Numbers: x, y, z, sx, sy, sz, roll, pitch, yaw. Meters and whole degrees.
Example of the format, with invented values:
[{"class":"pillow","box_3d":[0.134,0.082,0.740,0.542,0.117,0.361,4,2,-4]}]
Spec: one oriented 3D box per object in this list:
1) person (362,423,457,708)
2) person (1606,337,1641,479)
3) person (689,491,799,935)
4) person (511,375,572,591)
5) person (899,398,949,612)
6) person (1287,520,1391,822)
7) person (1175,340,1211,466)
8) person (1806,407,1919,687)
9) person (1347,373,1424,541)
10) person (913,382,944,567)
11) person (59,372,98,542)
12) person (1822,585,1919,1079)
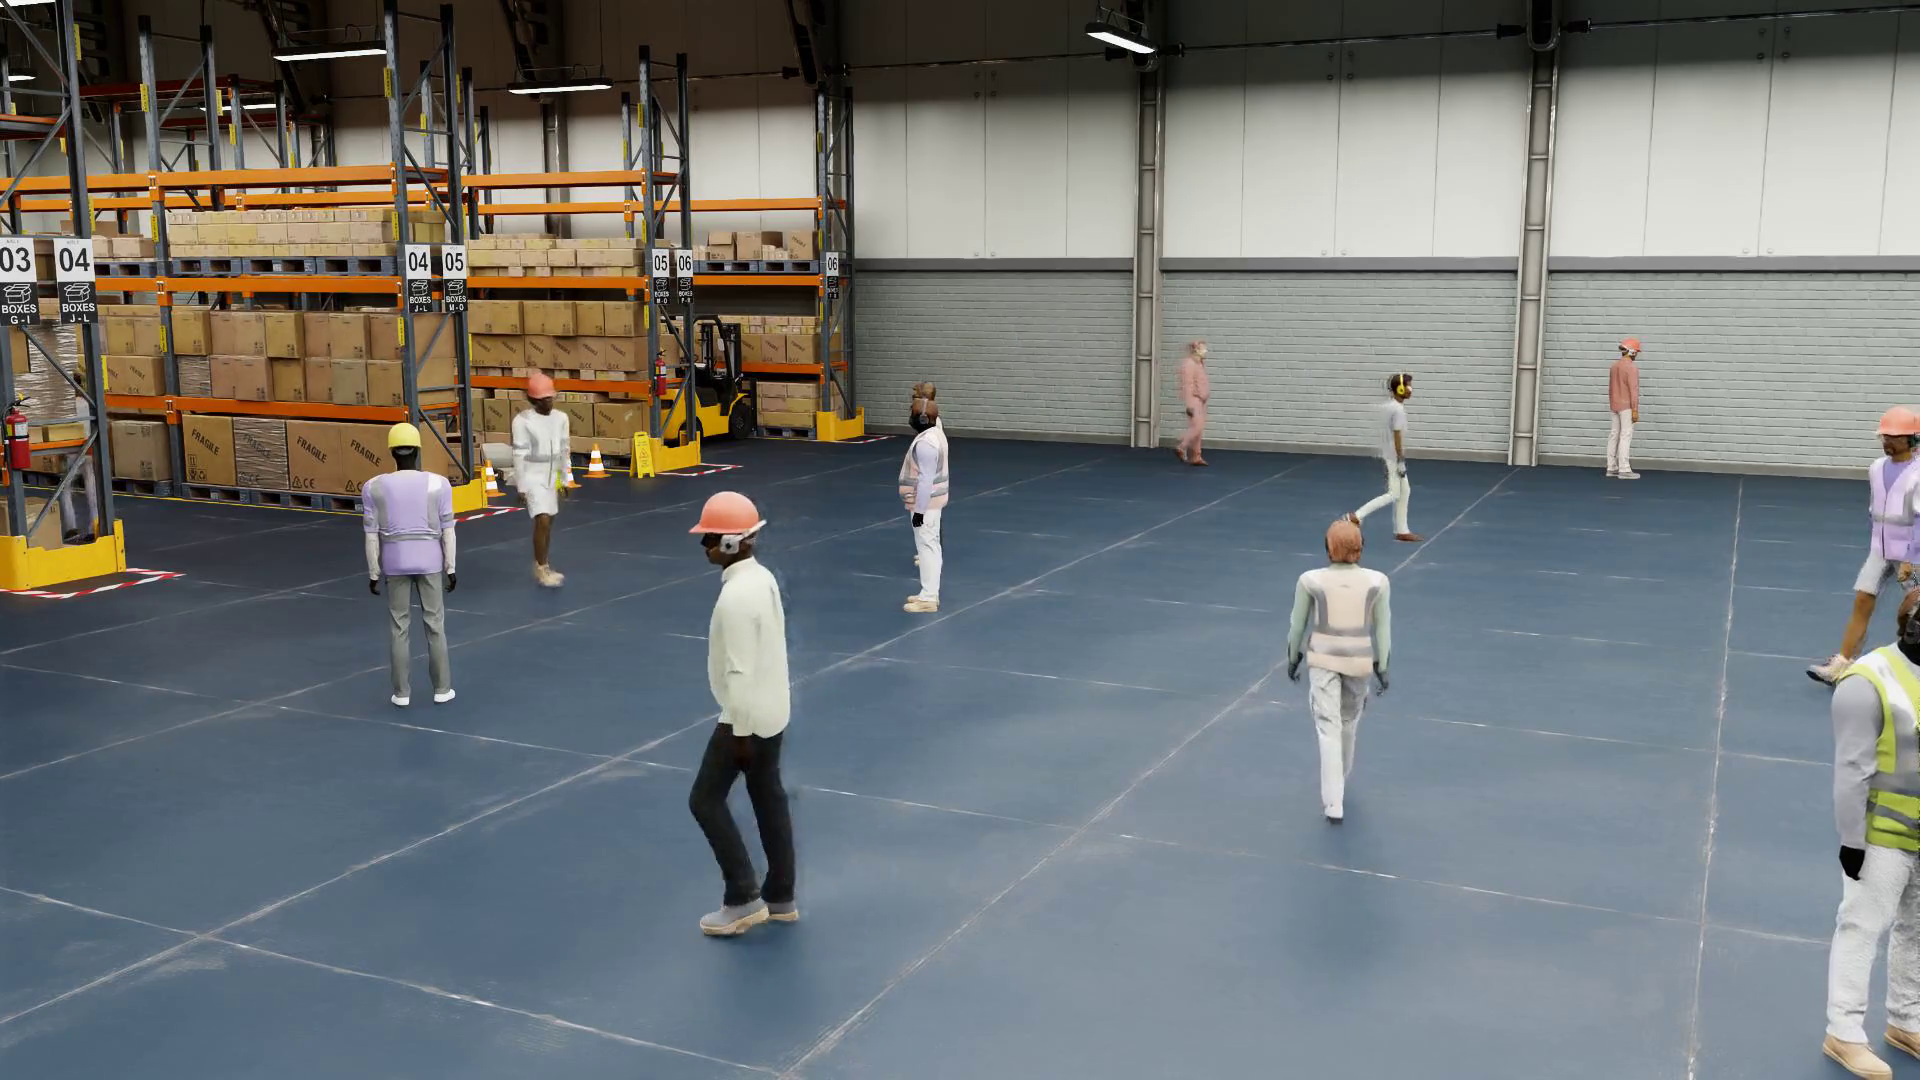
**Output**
[{"class":"person","box_3d":[-3.693,0.172,11.210,0.584,1.926,0.371,-3,10,-16]},{"class":"person","box_3d":[9.387,-1.860,23.470,0.384,1.991,0.609,-2,9,-11]},{"class":"person","box_3d":[-0.984,0.769,7.381,0.562,1.978,0.620,1,9,9]},{"class":"person","box_3d":[-3.835,-0.532,15.363,0.775,1.989,0.629,6,11,33]},{"class":"person","box_3d":[-0.314,-0.303,14.373,0.429,1.846,0.626,1,9,6]},{"class":"person","box_3d":[2.058,0.684,9.075,0.534,1.589,0.857,1,9,3]},{"class":"person","box_3d":[3.545,-2.036,24.826,0.426,1.895,0.667,5,10,26]},{"class":"person","box_3d":[6.459,0.080,11.567,1.053,1.989,0.631,-3,10,-18]},{"class":"person","box_3d":[4.622,-0.881,17.952,0.765,1.846,0.513,2,9,11]},{"class":"person","box_3d":[-0.308,-0.647,16.483,0.339,1.842,0.507,0,9,1]},{"class":"person","box_3d":[-9.540,-0.898,17.975,0.641,1.853,0.501,7,12,36]},{"class":"person","box_3d":[3.467,1.058,6.073,0.630,1.836,0.430,-3,10,-16]}]
